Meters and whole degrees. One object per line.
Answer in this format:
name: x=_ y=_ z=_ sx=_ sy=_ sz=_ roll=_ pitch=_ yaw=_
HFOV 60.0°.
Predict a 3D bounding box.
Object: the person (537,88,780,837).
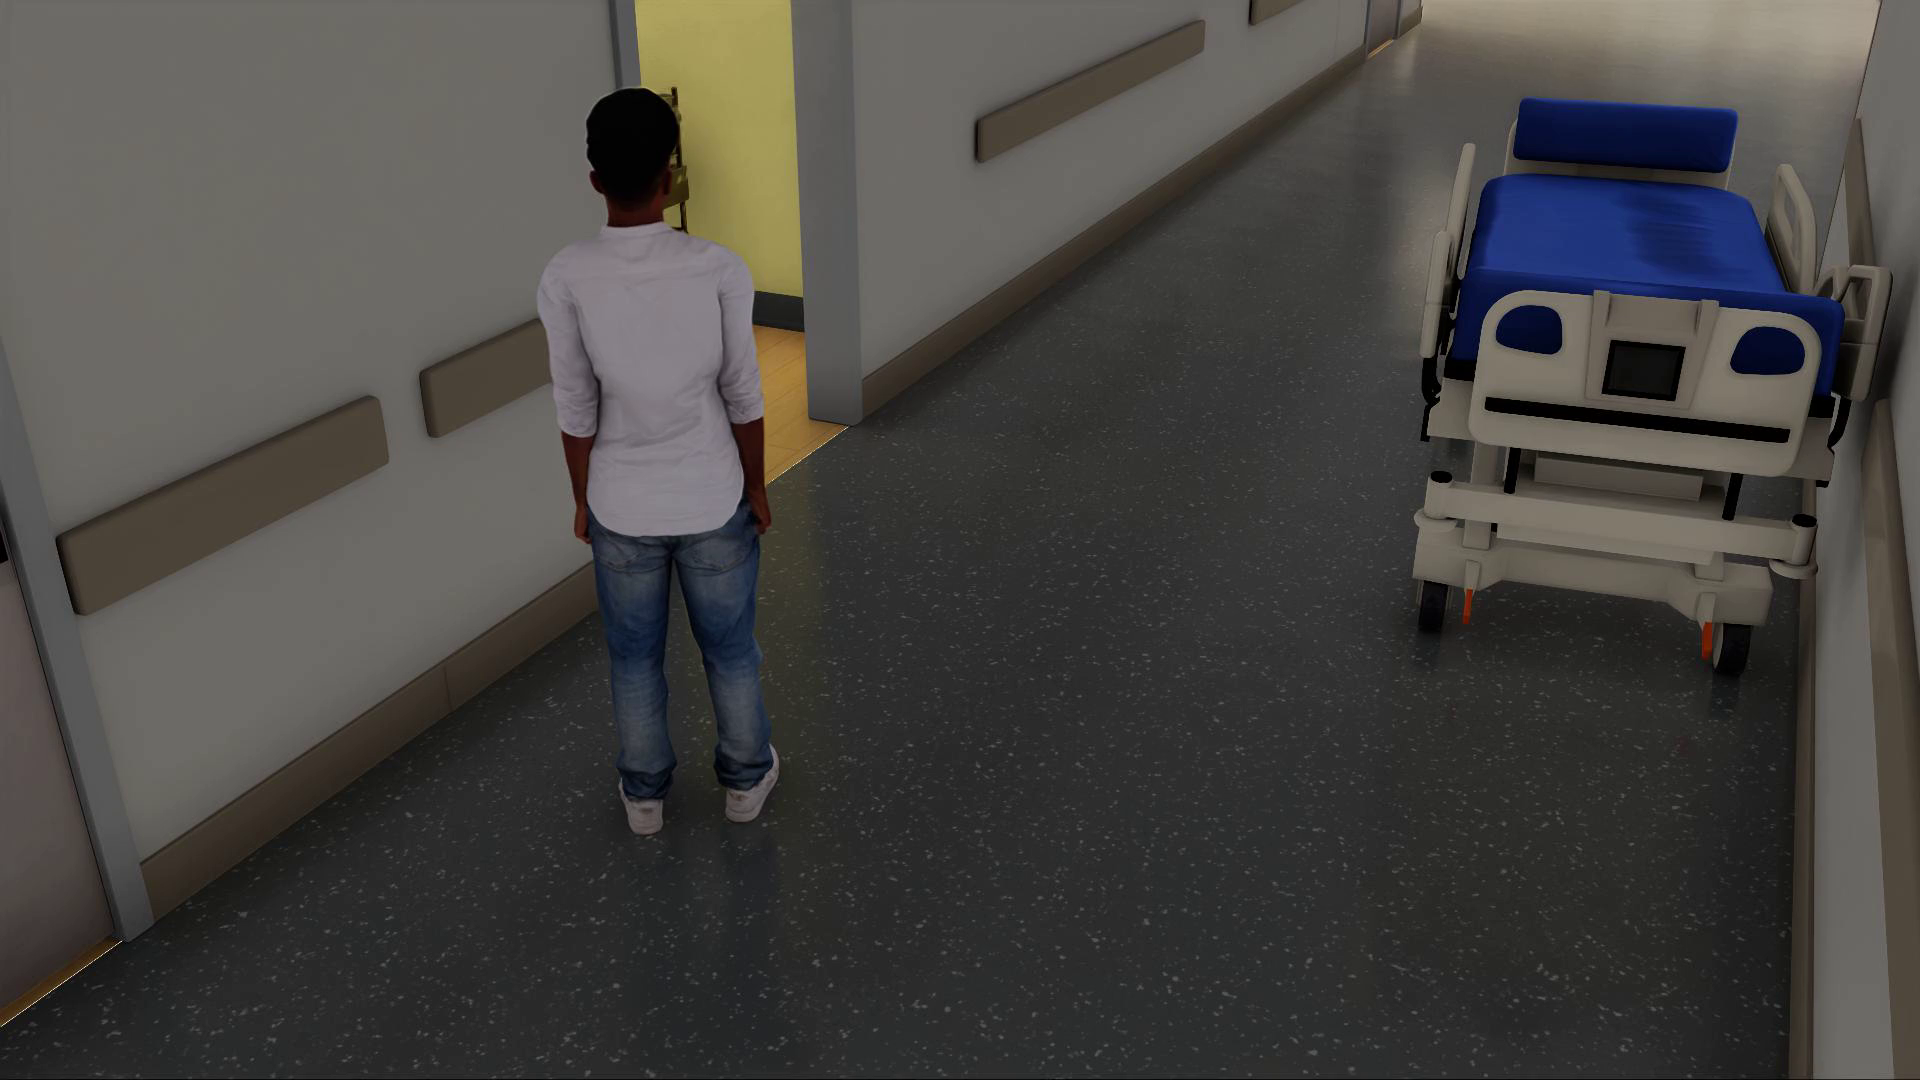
person: x=-0.697 y=-0.134 z=3.922 sx=0.692 sy=1.816 sz=0.798 roll=-3 pitch=26 yaw=-5
